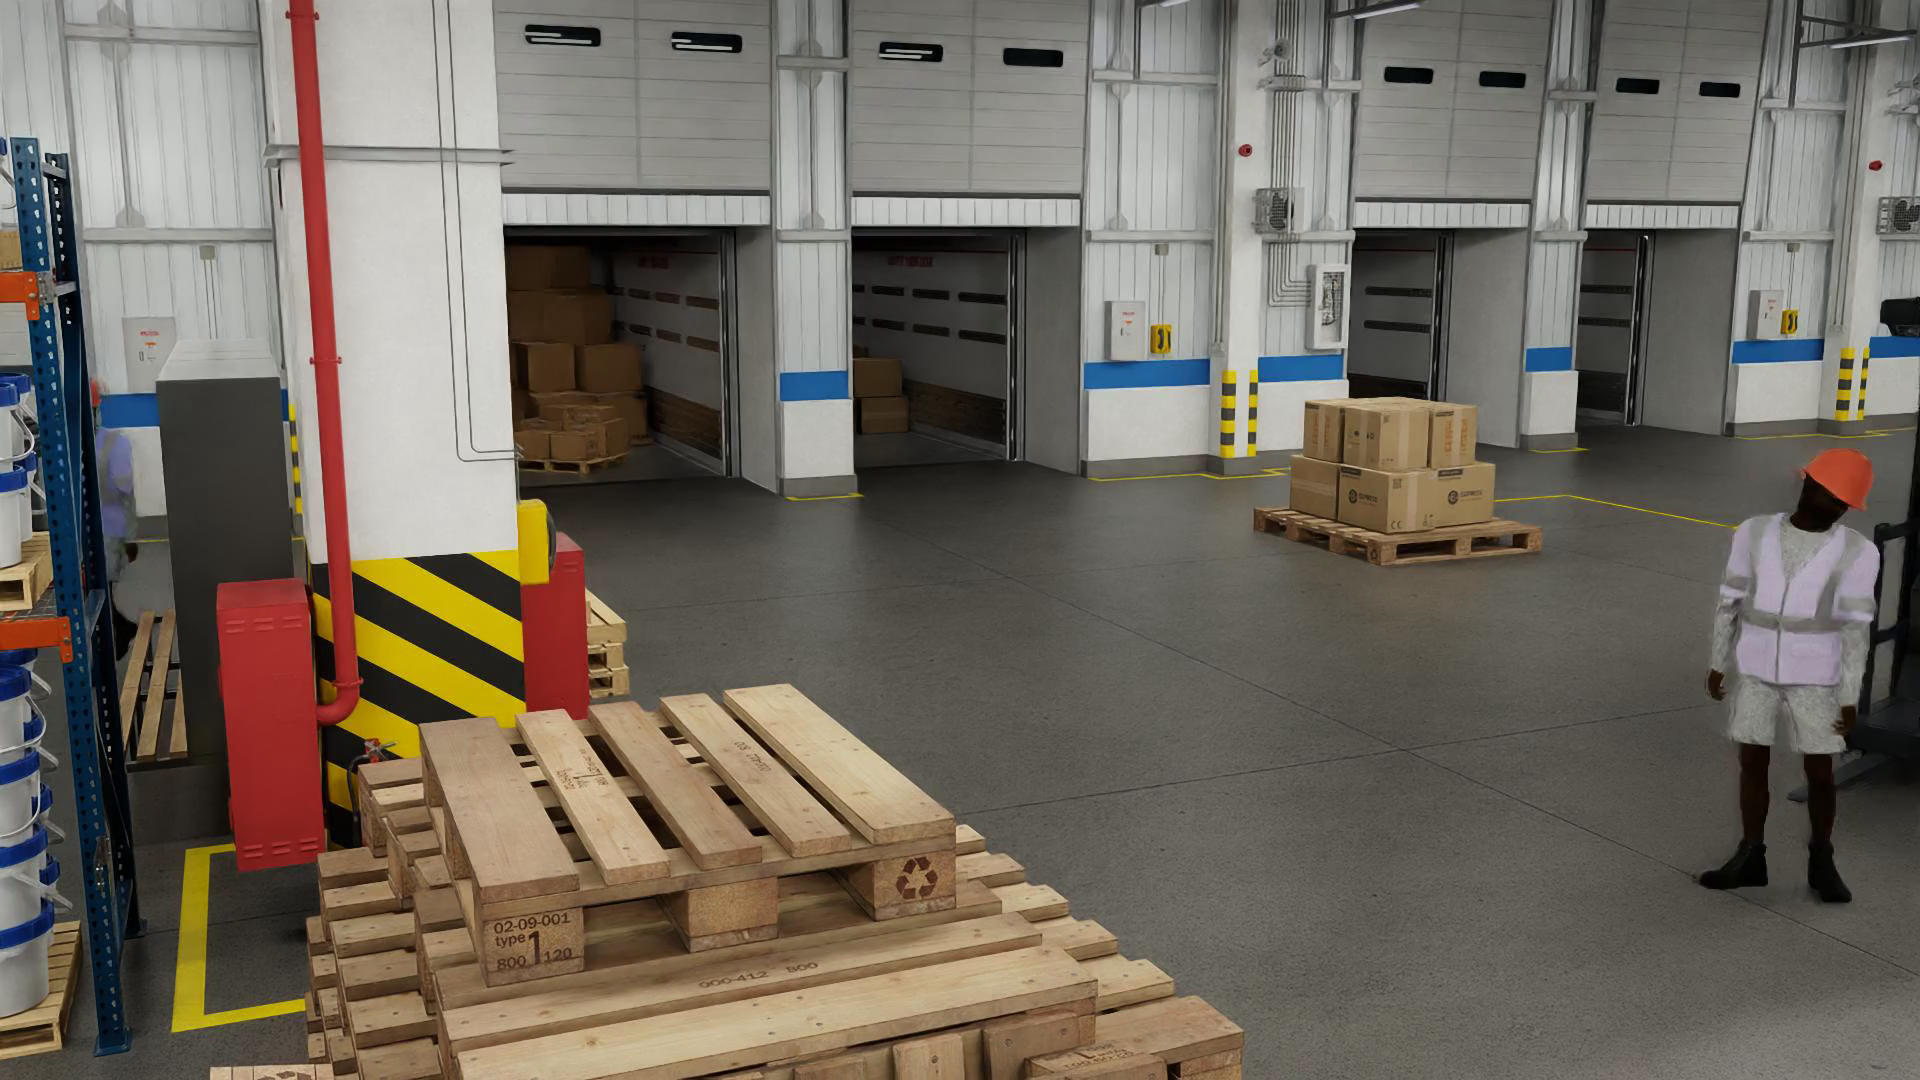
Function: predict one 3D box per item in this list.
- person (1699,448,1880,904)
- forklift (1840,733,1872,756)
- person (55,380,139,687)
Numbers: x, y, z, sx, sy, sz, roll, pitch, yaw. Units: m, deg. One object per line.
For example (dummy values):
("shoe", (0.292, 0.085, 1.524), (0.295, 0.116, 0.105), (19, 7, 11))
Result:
("person", (3.443, 0.557, 6.854), (0.648, 1.894, 0.396), (9, 14, 40))
("forklift", (5.669, -0.263, 8.633), (1.873, 2.768, 1.129), (-9, 13, -40))
("person", (-5.343, -0.076, 10.308), (0.556, 1.913, 0.639), (1, 10, 6))
